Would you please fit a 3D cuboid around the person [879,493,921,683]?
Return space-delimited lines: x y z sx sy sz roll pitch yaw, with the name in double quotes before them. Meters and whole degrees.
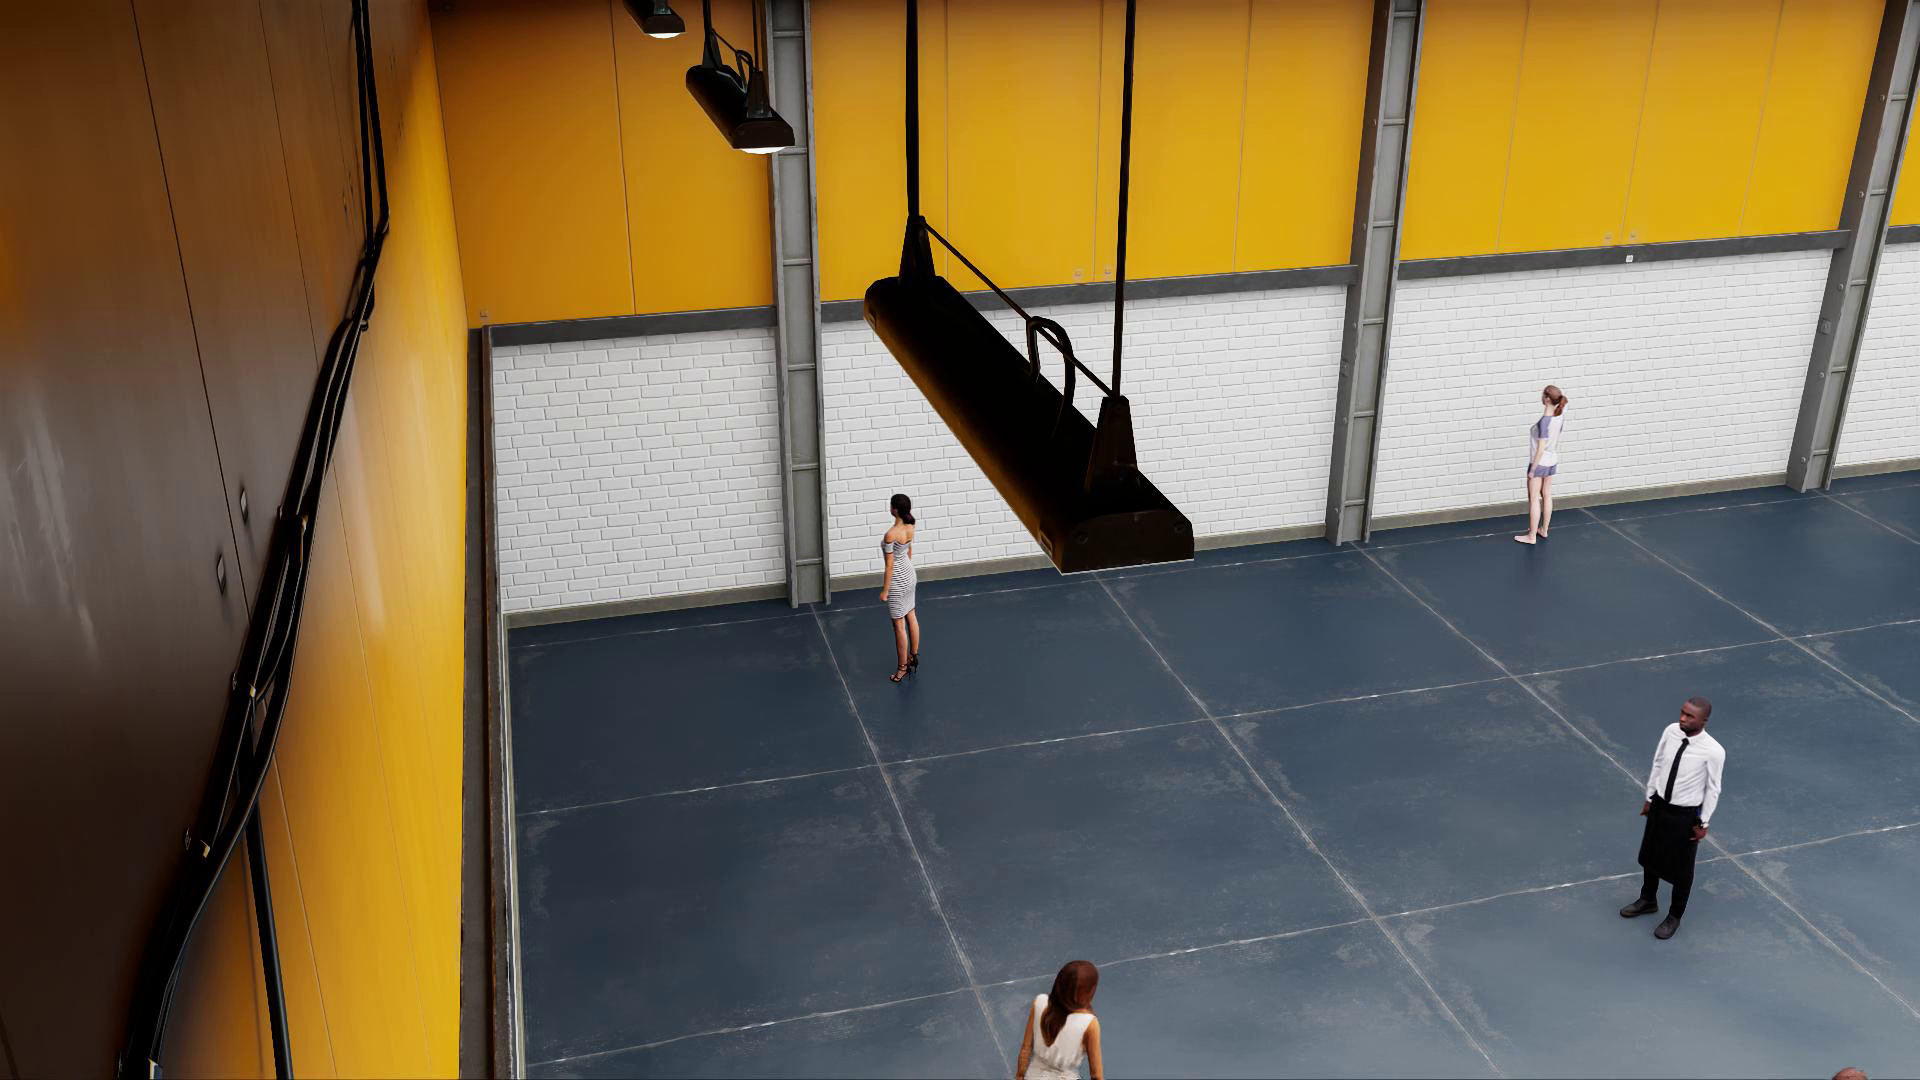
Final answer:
"person" -0.524 0.418 15.051 0.734 1.822 0.677 13 27 26

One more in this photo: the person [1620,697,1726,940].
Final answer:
"person" 5.024 1.905 11.633 0.632 1.836 0.701 -14 27 -29

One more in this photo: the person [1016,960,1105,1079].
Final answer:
"person" 0.446 3.080 9.054 0.774 1.749 0.837 14 27 30

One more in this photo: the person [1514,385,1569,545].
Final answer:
"person" 6.292 -0.824 17.961 0.618 1.766 0.724 -19 30 -37
